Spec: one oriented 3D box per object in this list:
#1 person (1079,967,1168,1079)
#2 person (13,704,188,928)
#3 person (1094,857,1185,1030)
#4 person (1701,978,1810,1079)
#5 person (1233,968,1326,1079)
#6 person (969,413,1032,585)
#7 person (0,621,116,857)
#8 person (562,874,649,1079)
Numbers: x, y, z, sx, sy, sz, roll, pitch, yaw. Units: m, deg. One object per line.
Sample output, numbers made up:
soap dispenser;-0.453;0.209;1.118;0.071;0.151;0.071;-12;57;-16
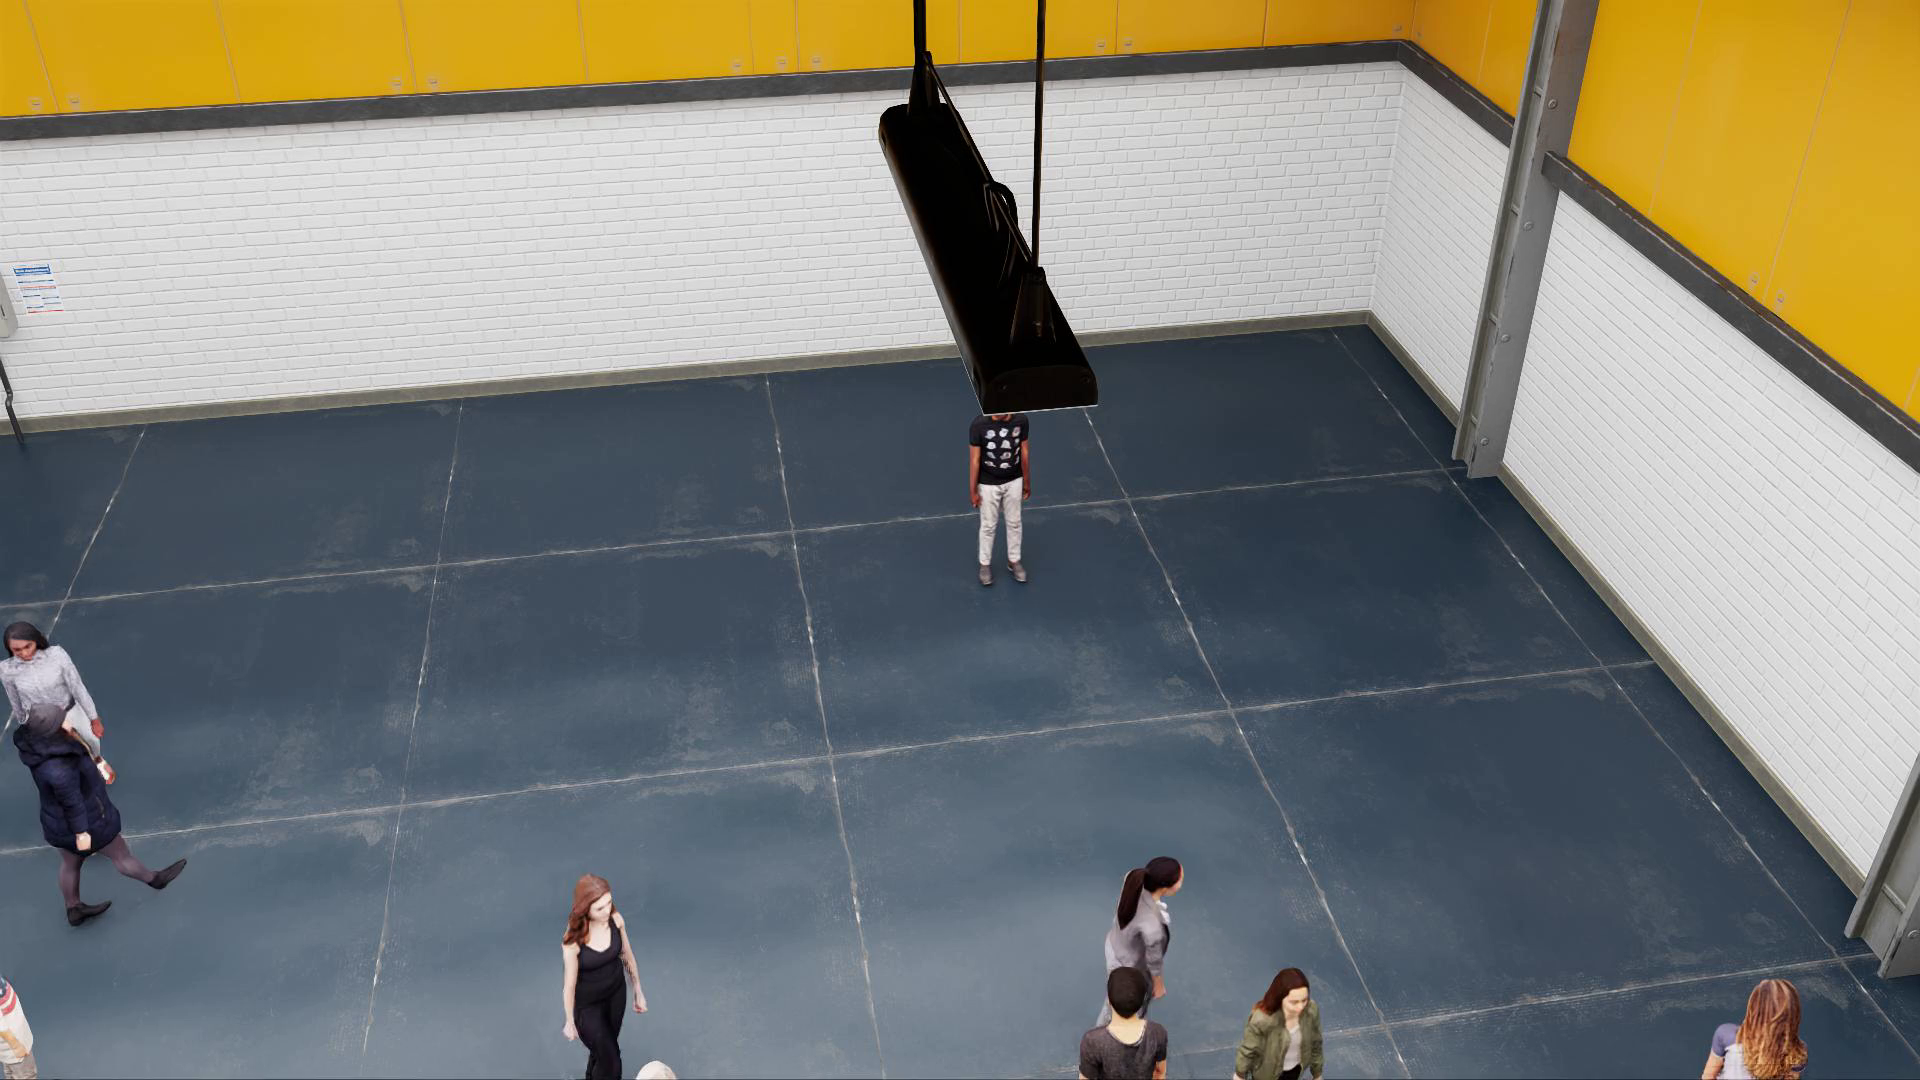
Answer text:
person;0.819;2.883;8.466;0.623;1.690;1.002;-5;34;-7
person;-5.524;1.734;10.237;1.036;1.643;1.040;-27;42;-34
person;0.871;2.379;9.269;0.728;1.640;0.664;-8;34;-11
person;3.931;2.928;8.386;0.879;1.703;1.021;12;35;17
person;1.650;2.763;8.855;0.695;1.459;0.851;-12;35;-17
person;0.321;-0.476;13.420;0.667;1.801;0.617;-8;34;-11
person;-5.972;1.173;11.046;0.867;1.681;1.275;-17;37;-23
person;-2.032;2.452;9.085;0.819;1.722;0.760;25;41;33
